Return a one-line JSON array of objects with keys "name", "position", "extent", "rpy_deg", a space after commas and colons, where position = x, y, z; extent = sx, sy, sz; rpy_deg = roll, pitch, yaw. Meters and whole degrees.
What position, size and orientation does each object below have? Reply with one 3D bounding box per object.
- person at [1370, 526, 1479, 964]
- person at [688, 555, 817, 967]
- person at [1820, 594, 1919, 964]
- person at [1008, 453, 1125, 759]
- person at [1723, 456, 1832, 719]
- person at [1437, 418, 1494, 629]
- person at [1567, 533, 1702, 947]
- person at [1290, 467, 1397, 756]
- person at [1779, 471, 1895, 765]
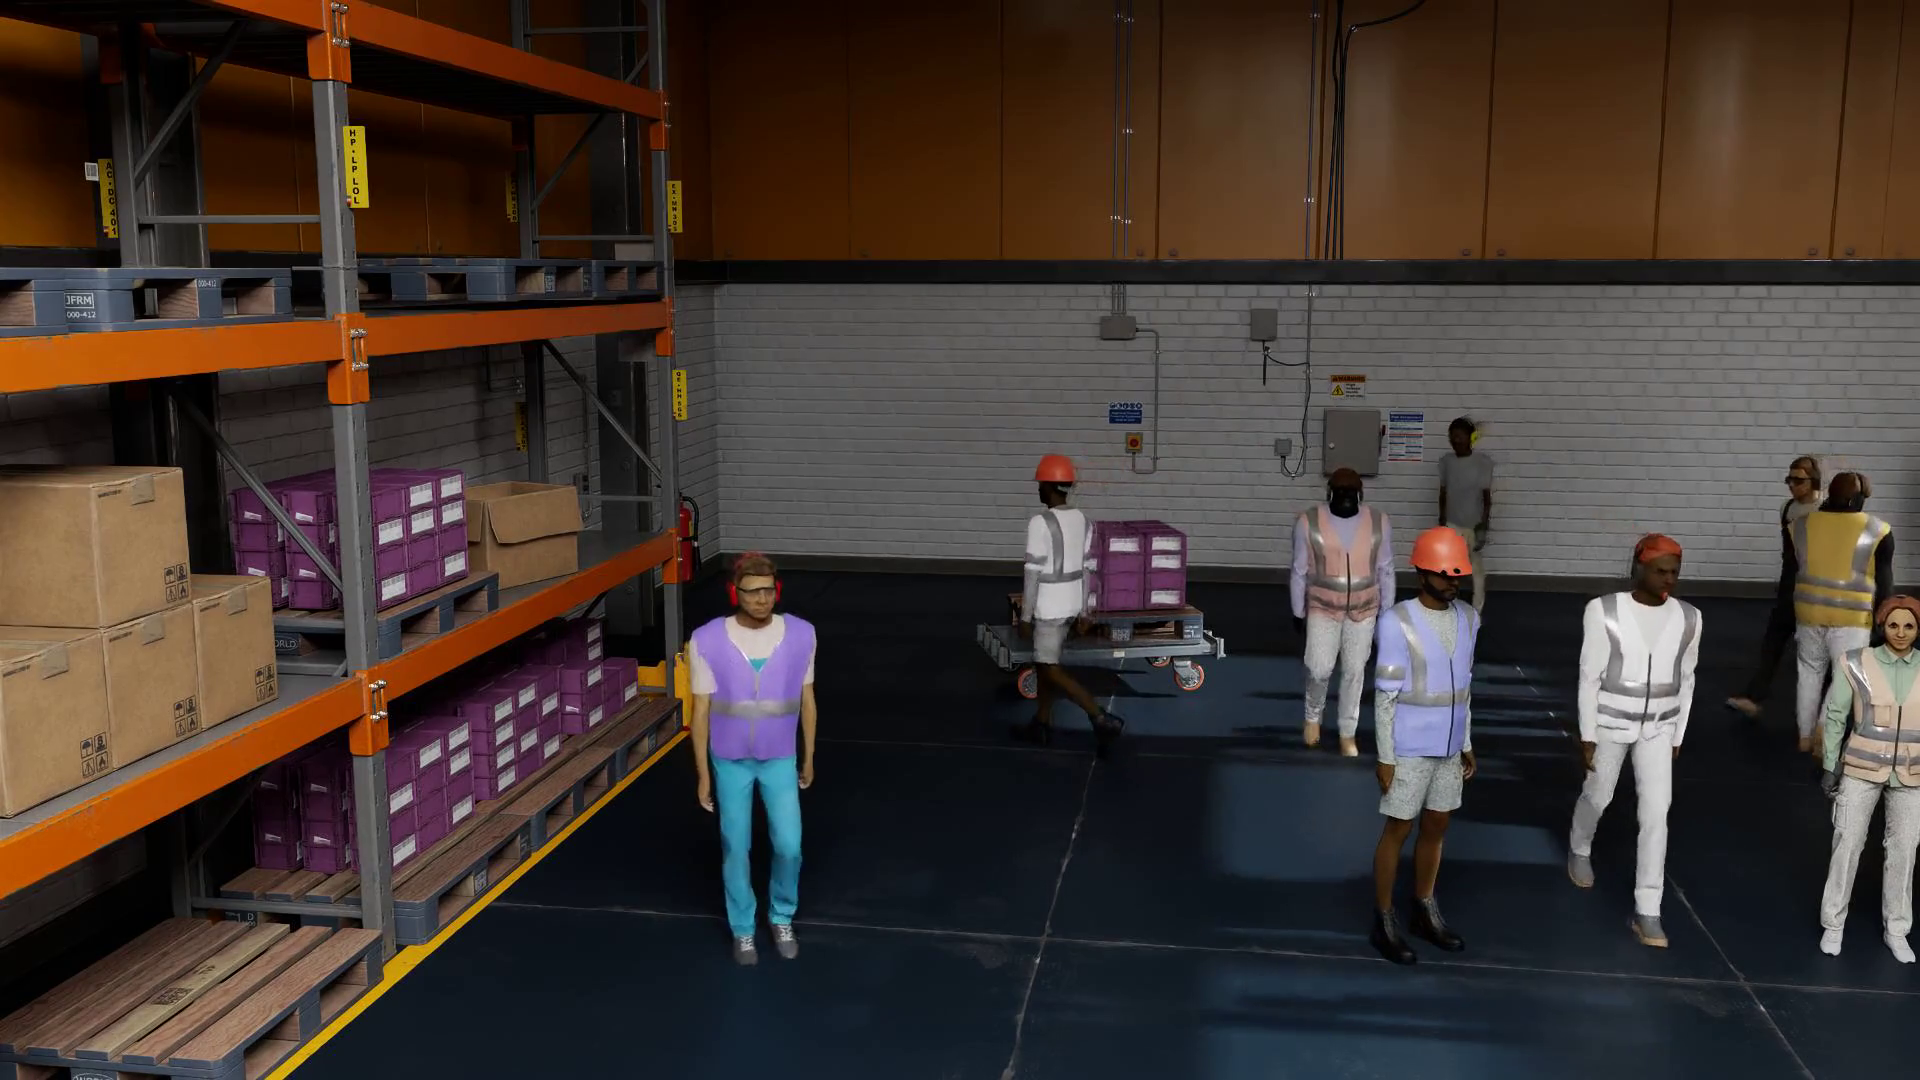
[{"name": "person", "position": [2.069, 0.892, 7.314], "extent": [0.551, 1.934, 0.373], "rpy_deg": [-5, 10, -27]}, {"name": "person", "position": [-0.888, 0.958, 7.220], "extent": [0.560, 1.832, 0.475], "rpy_deg": [-2, 9, -14]}, {"name": "person", "position": [4.065, 1.042, 7.306], "extent": [0.523, 1.638, 0.310], "rpy_deg": [3, 10, 17]}, {"name": "person", "position": [0.665, 0.414, 10.375], "extent": [0.842, 1.905, 0.544], "rpy_deg": [6, 11, 35]}, {"name": "person", "position": [5.612, 0.341, 11.141], "extent": [0.950, 1.791, 0.519], "rpy_deg": [-4, 10, -25]}, {"name": "person", "position": [4.154, -0.097, 13.789], "extent": [0.511, 1.813, 1.007], "rpy_deg": [7, 11, 35]}, {"name": "person", "position": [3.135, 0.862, 7.804], "extent": [0.581, 1.849, 0.961], "rpy_deg": [0, 9, 3]}, {"name": "person", "position": [2.392, 0.449, 10.399], "extent": [0.643, 1.830, 0.437], "rpy_deg": [0, 9, 3]}, {"name": "person", "position": [5.356, 0.480, 10.242], "extent": [0.629, 1.814, 0.734], "rpy_deg": [9, 13, 44]}]
